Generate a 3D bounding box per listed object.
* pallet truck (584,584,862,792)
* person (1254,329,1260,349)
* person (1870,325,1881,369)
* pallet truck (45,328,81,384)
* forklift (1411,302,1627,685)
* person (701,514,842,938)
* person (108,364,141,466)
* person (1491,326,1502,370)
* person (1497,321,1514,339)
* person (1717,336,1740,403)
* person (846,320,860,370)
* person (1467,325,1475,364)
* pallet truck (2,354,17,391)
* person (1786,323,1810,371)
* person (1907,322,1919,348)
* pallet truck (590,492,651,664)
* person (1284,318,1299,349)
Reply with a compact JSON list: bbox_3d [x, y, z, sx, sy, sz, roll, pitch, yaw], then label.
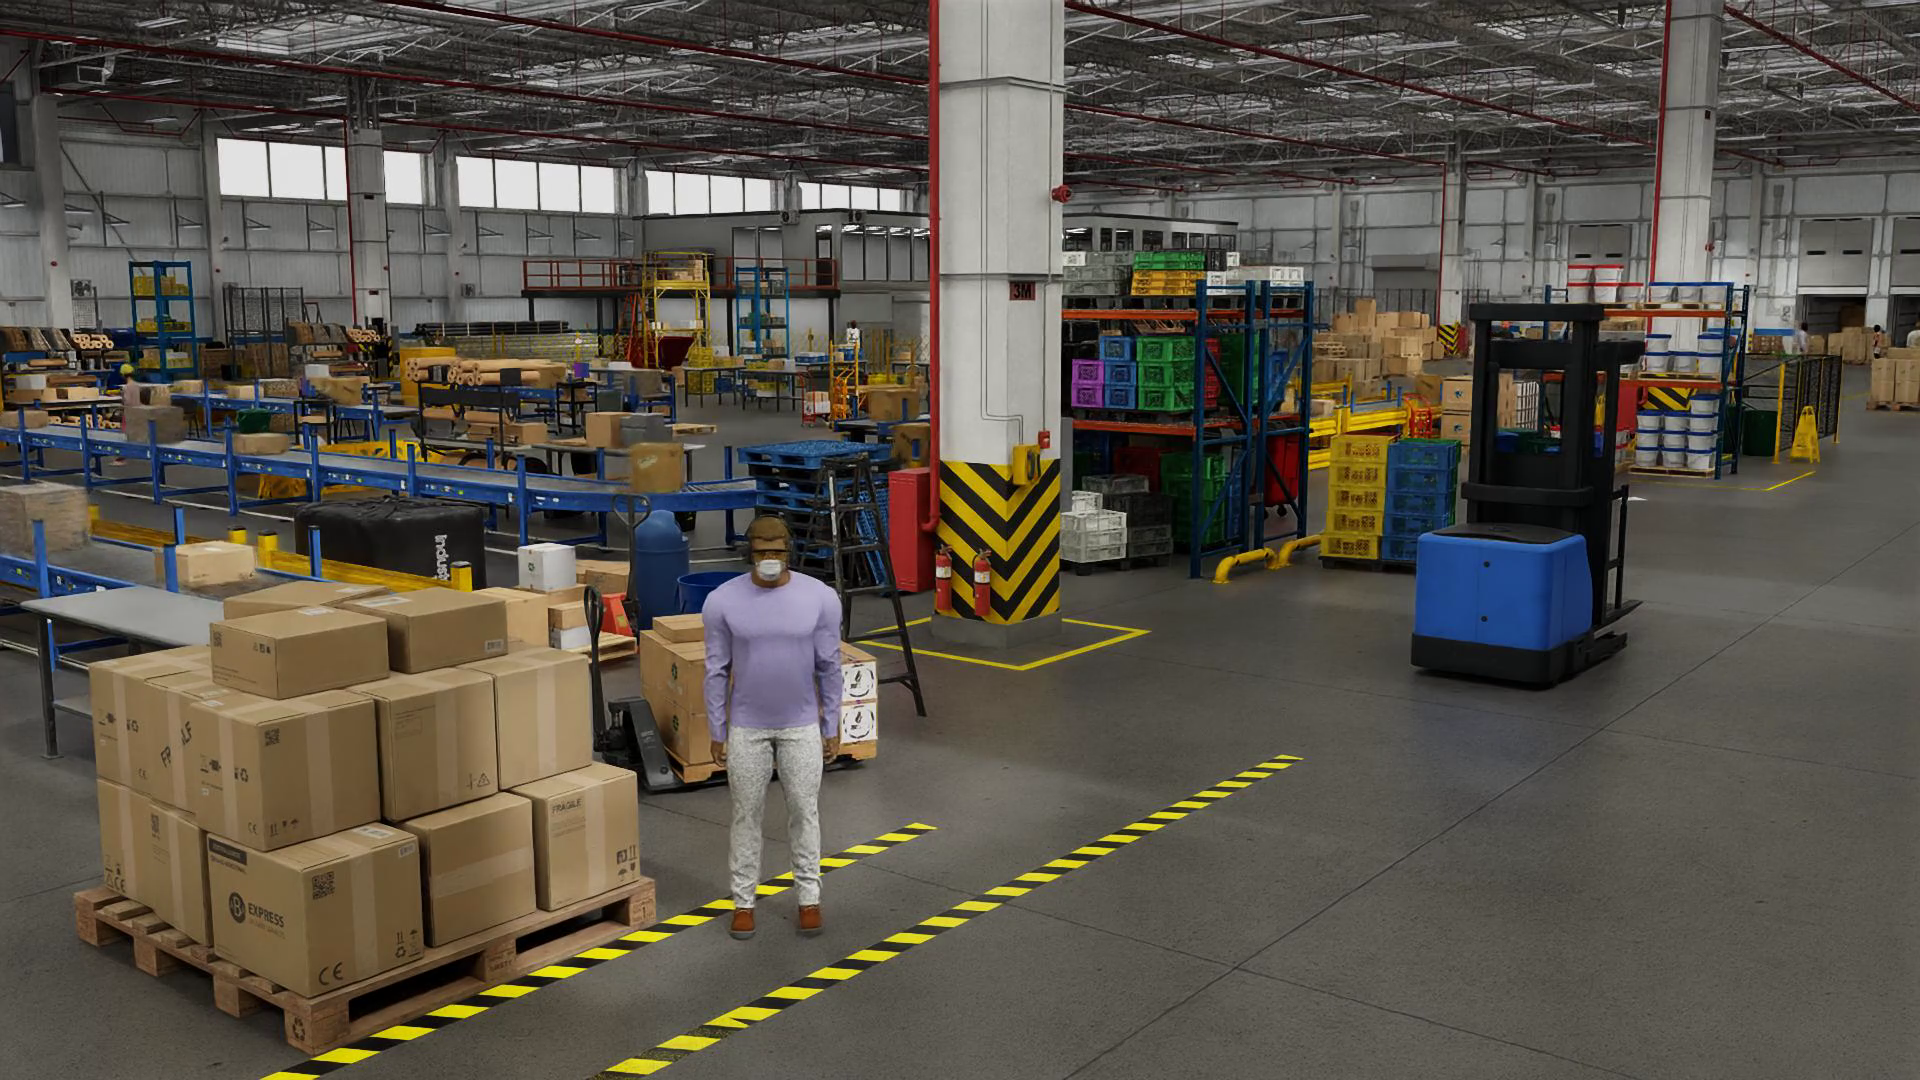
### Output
[{"bbox_3d":[-1.426,0.805,10.019,1.601,1.201,0.680,-4,9,-26],"label":"pallet truck"},{"bbox_3d":[15.468,-10.835,86.439,0.430,1.840,0.625,6,10,35],"label":"person"},{"bbox_3d":[35.287,-7.443,64.036,0.319,1.699,0.533,6,11,37],"label":"person"},{"bbox_3d":[-23.775,-4.544,43.495,1.885,1.965,0.823,6,10,35],"label":"pallet truck"},{"bbox_3d":[4.379,-0.438,12.852,1.129,2.768,1.873,7,11,37],"label":"forklift"},{"bbox_3d":[-0.841,0.836,7.476,0.624,1.932,0.370,-1,9,-7],"label":"person"},{"bbox_3d":[-13.845,-2.100,27.929,0.888,1.726,0.524,0,8,3],"label":"person"},{"bbox_3d":[14.576,-4.926,45.921,0.692,2.000,0.942,-3,9,-20],"label":"person"},{"bbox_3d":[18.015,-6.241,55.025,0.642,1.955,0.881,2,9,13],"label":"person"},{"bbox_3d":[17.990,-3.877,39.355,0.567,1.904,0.733,-8,12,-44],"label":"person"},{"bbox_3d":[-4.012,-7.319,62.579,0.574,1.885,0.355,-7,11,-38],"label":"person"},{"bbox_3d":[21.255,-8.152,68.191,0.982,1.888,0.647,-1,9,-8],"label":"person"},{"bbox_3d":[-24.881,-4.417,42.634,1.885,1.965,0.823,8,11,41],"label":"pallet truck"},{"bbox_3d":[31.232,-7.162,61.783,0.879,1.812,0.635,6,10,35],"label":"person"},{"bbox_3d":[31.834,-6.273,55.353,0.351,1.936,0.634,-4,9,-27],"label":"person"},{"bbox_3d":[-3.115,0.344,12.883,0.653,1.274,1.630,7,11,37],"label":"pallet truck"},{"bbox_3d":[17.410,-10.997,87.177,0.997,1.952,0.631,6,10,35],"label":"person"}]
